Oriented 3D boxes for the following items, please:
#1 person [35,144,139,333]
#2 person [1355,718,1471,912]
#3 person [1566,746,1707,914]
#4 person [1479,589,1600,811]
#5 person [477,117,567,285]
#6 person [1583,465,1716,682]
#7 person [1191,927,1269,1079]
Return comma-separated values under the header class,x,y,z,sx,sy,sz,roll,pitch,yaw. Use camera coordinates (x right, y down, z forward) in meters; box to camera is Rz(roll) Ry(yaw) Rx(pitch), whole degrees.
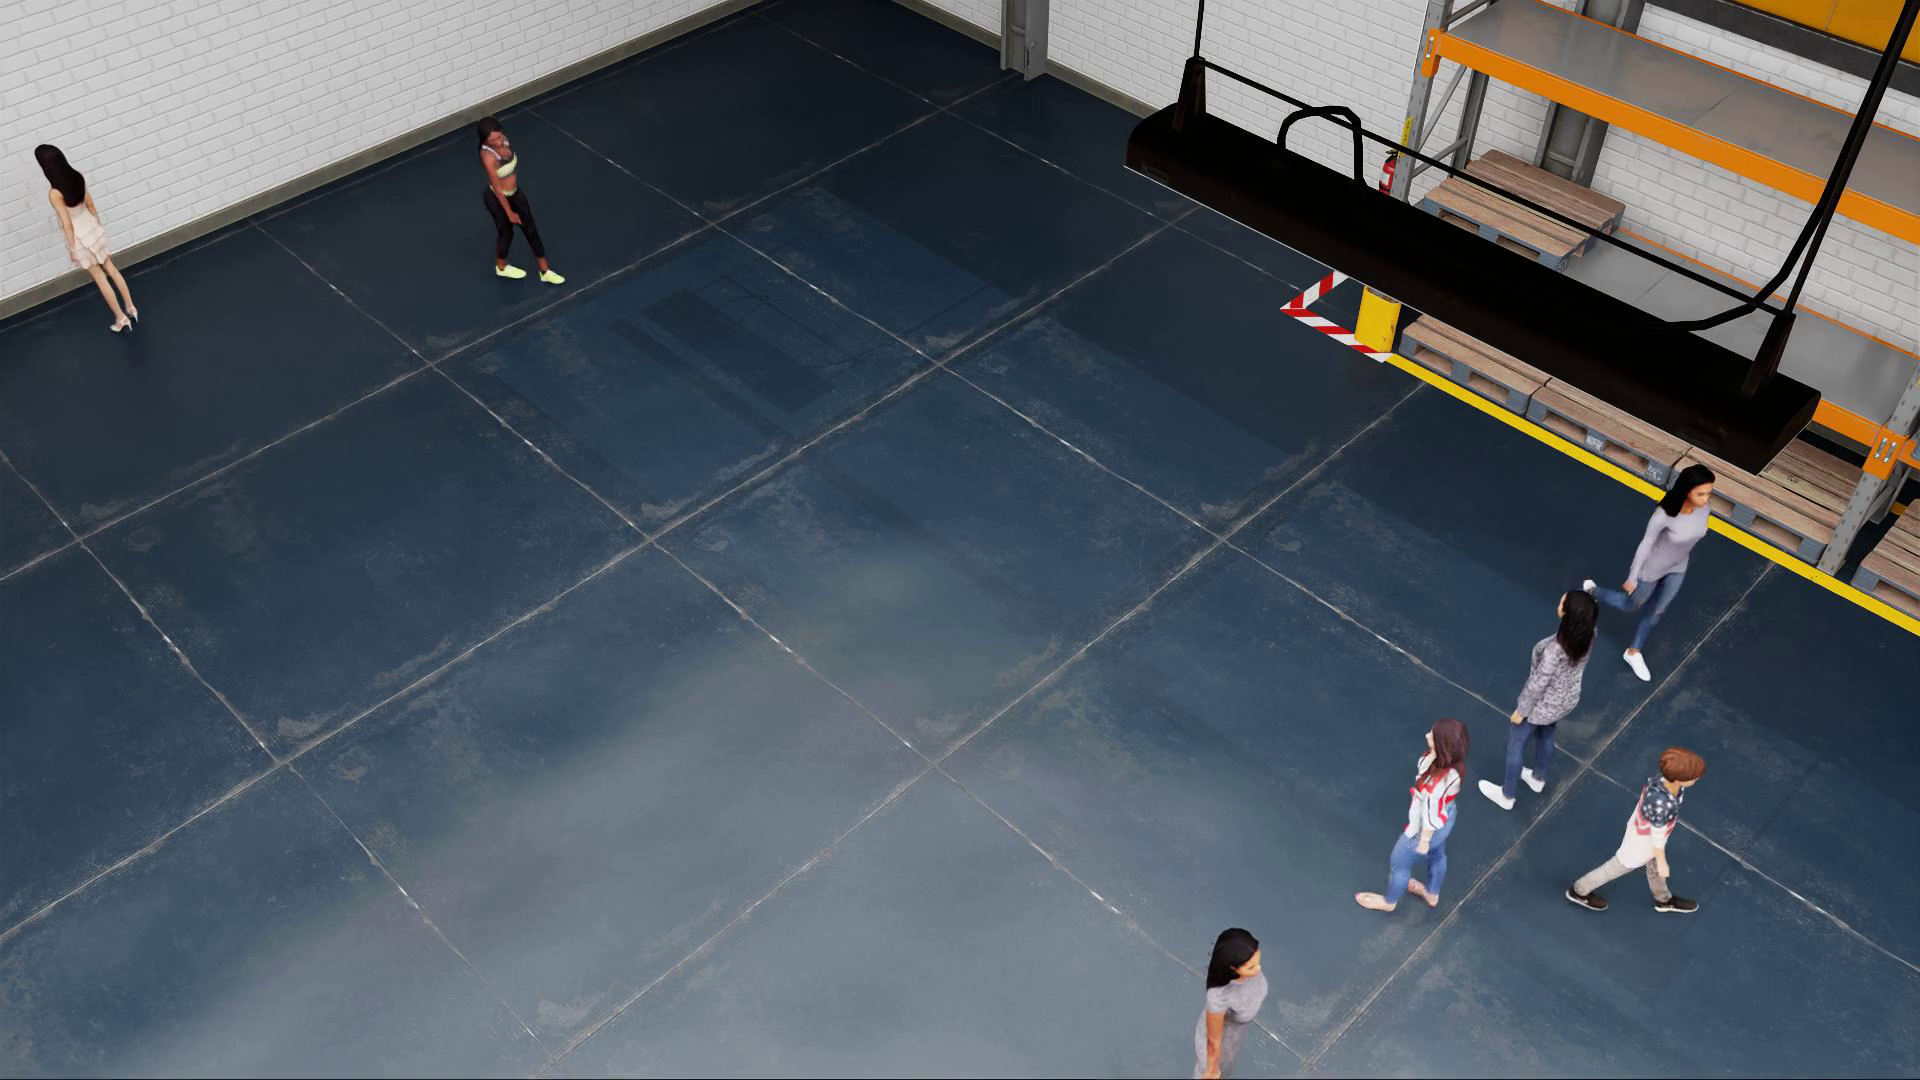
class,x,y,z,sx,sy,sz,roll,pitch,yaw
person,-7.165,-2.467,13.658,0.695,1.735,0.670,8,44,8
person,2.730,1.595,9.490,0.801,1.604,0.733,20,47,20
person,3.858,1.690,9.538,1.000,1.400,0.732,18,46,18
person,3.564,0.969,10.058,0.660,1.727,0.590,-25,49,-24
person,-3.910,-2.897,14.133,1.028,1.703,0.865,7,44,7
person,4.538,0.121,10.959,0.875,1.713,1.075,-14,45,-14
person,1.309,2.510,8.402,0.636,1.781,0.655,19,47,19
